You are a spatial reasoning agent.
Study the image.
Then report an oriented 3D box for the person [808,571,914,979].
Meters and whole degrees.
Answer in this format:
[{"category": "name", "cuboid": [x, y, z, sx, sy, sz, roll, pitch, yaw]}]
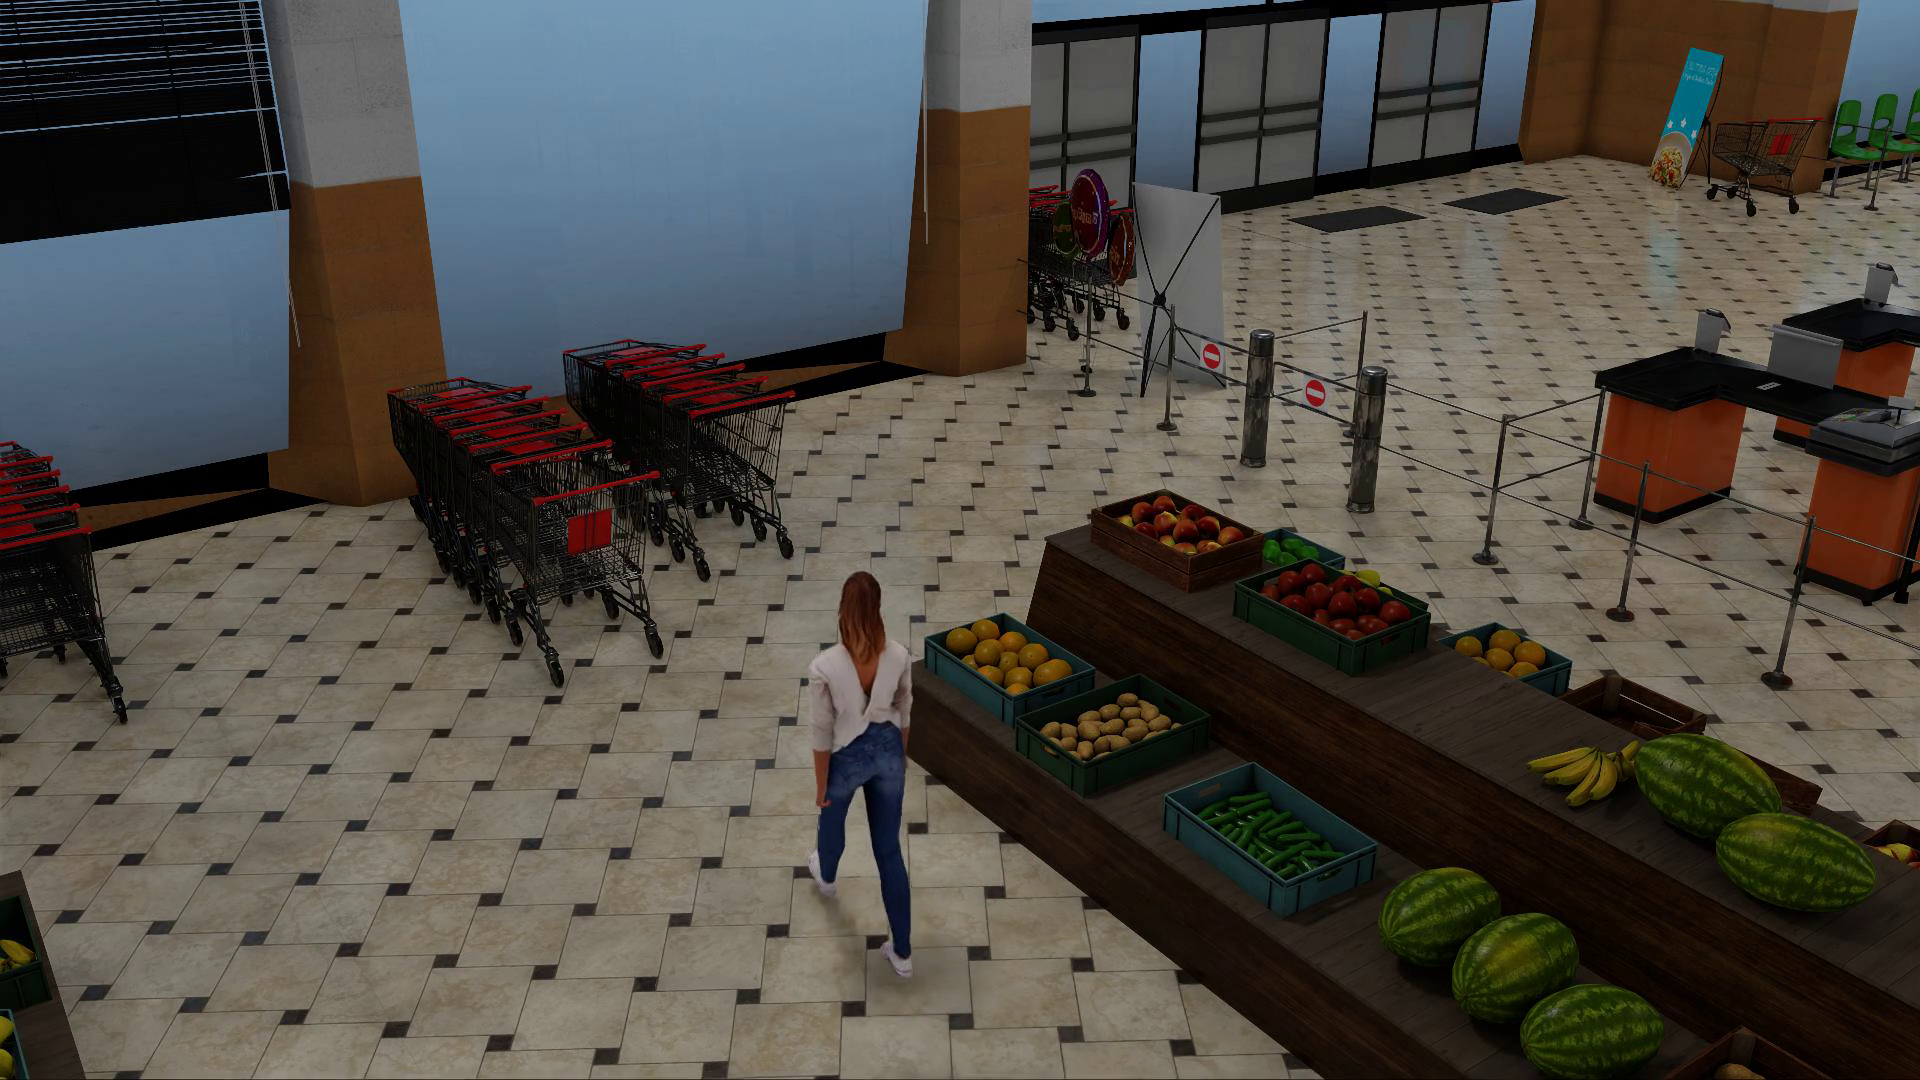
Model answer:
[{"category": "person", "cuboid": [-0.354, 0.986, 6.759, 0.806, 1.667, 1.219, -9, 25, -19]}]
